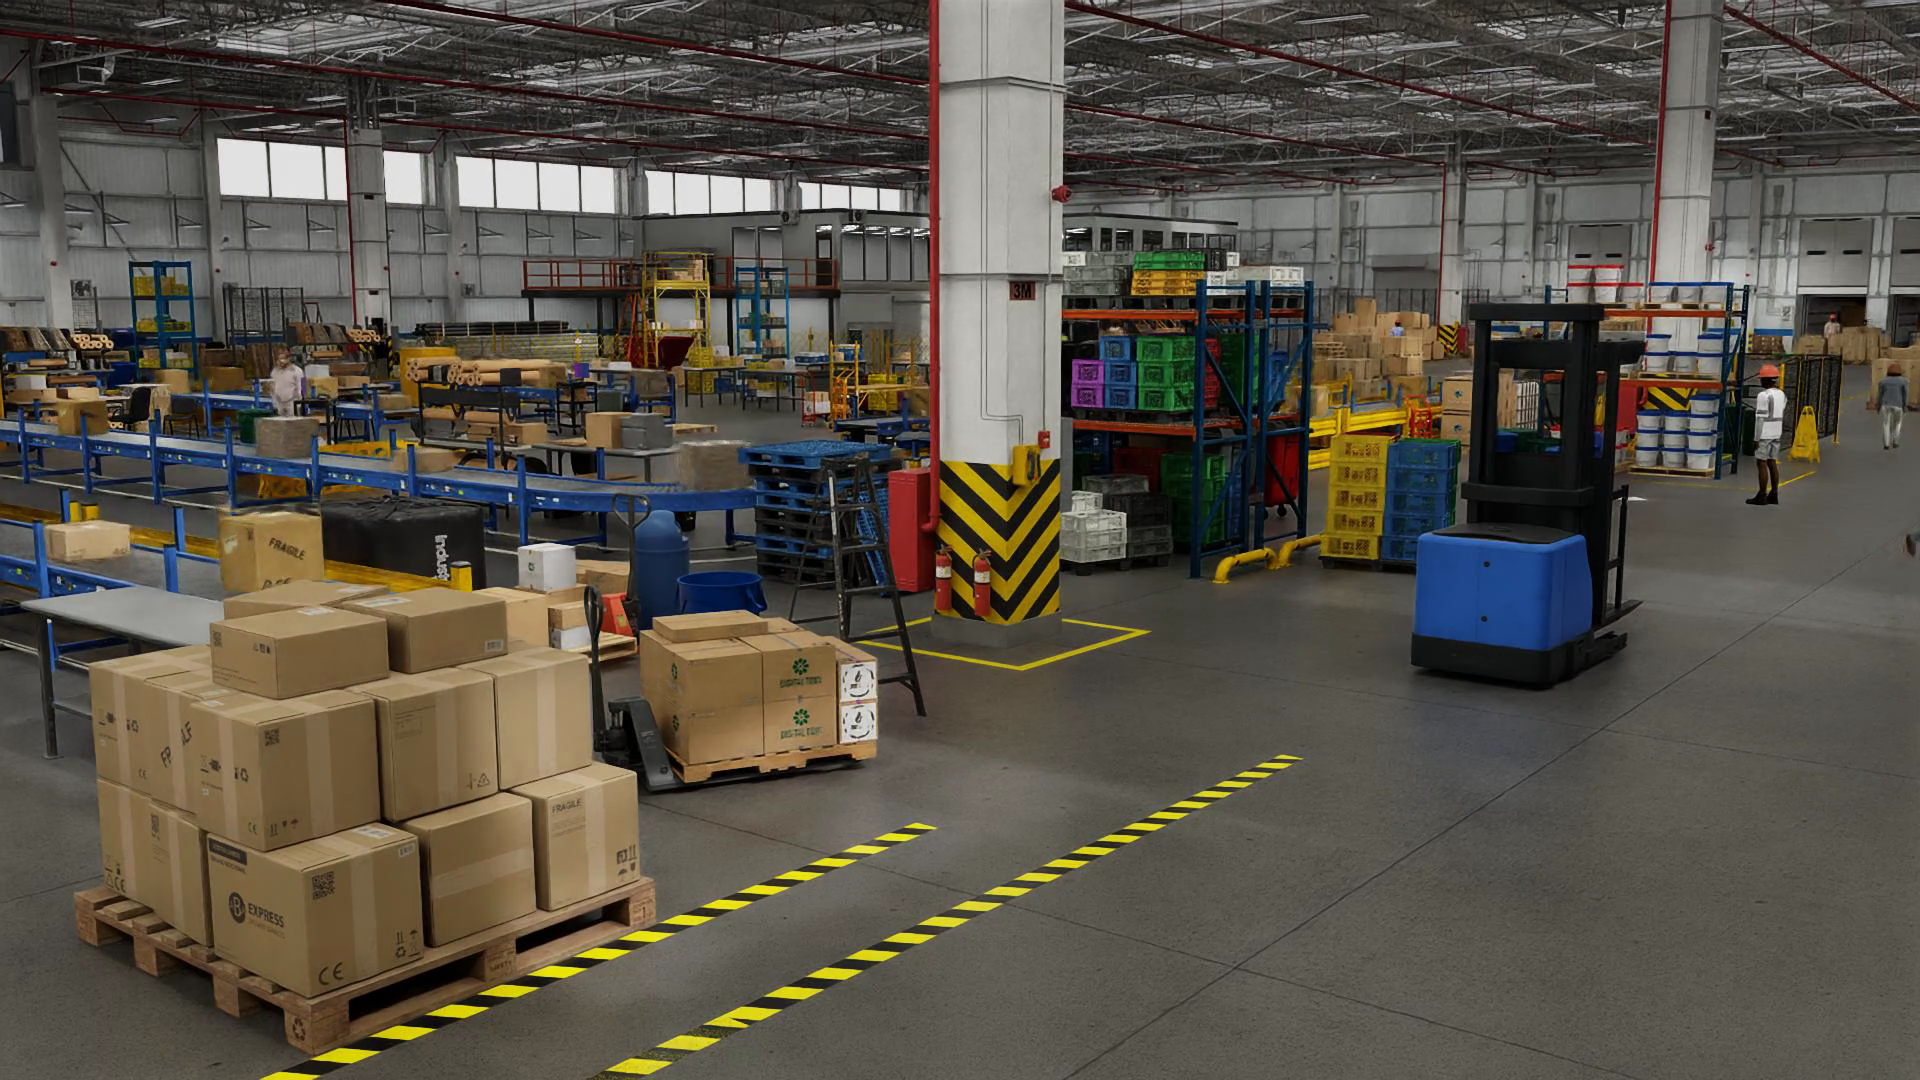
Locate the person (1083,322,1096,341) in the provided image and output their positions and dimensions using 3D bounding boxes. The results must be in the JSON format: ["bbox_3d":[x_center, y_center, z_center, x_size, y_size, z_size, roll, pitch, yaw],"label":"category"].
[{"bbox_3d":[4.556,-6.805,59.060,0.596,1.901,0.515,-5,10,-29],"label":"person"}]

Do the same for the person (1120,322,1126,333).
[{"bbox_3d":[6.240,-7.536,64.357,0.962,1.799,0.533,-1,8,-5],"label":"person"}]

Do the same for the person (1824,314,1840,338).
[{"bbox_3d":[37.685,-8.760,71.915,0.611,1.997,0.372,5,10,31],"label":"person"}]

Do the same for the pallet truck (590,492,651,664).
[{"bbox_3d":[-3.115,0.344,12.883,0.653,1.274,1.630,7,11,37],"label":"pallet truck"}]

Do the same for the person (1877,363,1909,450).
[{"bbox_3d":[17.273,-2.471,30.793,0.528,1.601,0.740,6,10,35],"label":"person"}]

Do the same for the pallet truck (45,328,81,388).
[{"bbox_3d":[-23.775,-4.544,43.495,1.885,1.965,0.823,6,10,35],"label":"pallet truck"}]

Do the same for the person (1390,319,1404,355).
[{"bbox_3d":[16.670,-7.471,63.451,0.542,1.931,0.375,2,9,13],"label":"person"}]

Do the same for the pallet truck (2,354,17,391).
[{"bbox_3d":[-24.881,-4.417,42.634,1.885,1.965,0.823,8,11,41],"label":"pallet truck"}]

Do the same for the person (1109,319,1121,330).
[{"bbox_3d":[6.109,-7.738,65.402,0.584,1.882,0.337,4,9,24],"label":"person"}]

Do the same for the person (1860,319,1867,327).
[{"bbox_3d":[37.782,-8.314,69.436,0.808,1.849,0.519,7,11,38],"label":"person"}]

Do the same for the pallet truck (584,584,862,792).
[{"bbox_3d":[-1.426,0.805,10.019,1.601,1.201,0.680,-4,9,-26],"label":"pallet truck"}]

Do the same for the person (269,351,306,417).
[{"bbox_3d":[-11.902,-2.385,29.379,0.666,1.878,0.619,2,9,12],"label":"person"}]

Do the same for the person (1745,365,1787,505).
[{"bbox_3d":[11.037,-1.433,22.778,0.539,1.930,0.385,-6,10,-34],"label":"person"}]

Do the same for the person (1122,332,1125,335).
[{"bbox_3d":[4.185,-4.339,42.400,0.571,1.916,0.574,-3,9,-20],"label":"person"}]

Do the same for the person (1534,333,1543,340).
[{"bbox_3d":[15.783,-4.755,45.537,1.000,1.817,0.552,7,11,39],"label":"person"}]

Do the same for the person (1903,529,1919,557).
[{"bbox_3d":[10.474,-0.518,17.664,0.510,1.609,0.563,-7,11,-38],"label":"person"}]

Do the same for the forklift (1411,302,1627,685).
[{"bbox_3d":[4.379,-0.438,12.852,1.129,2.768,1.873,7,11,37],"label":"forklift"}]

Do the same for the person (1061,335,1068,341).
[{"bbox_3d":[2.667,-4.356,42.827,0.534,1.810,0.611,-2,9,-14],"label":"person"}]
